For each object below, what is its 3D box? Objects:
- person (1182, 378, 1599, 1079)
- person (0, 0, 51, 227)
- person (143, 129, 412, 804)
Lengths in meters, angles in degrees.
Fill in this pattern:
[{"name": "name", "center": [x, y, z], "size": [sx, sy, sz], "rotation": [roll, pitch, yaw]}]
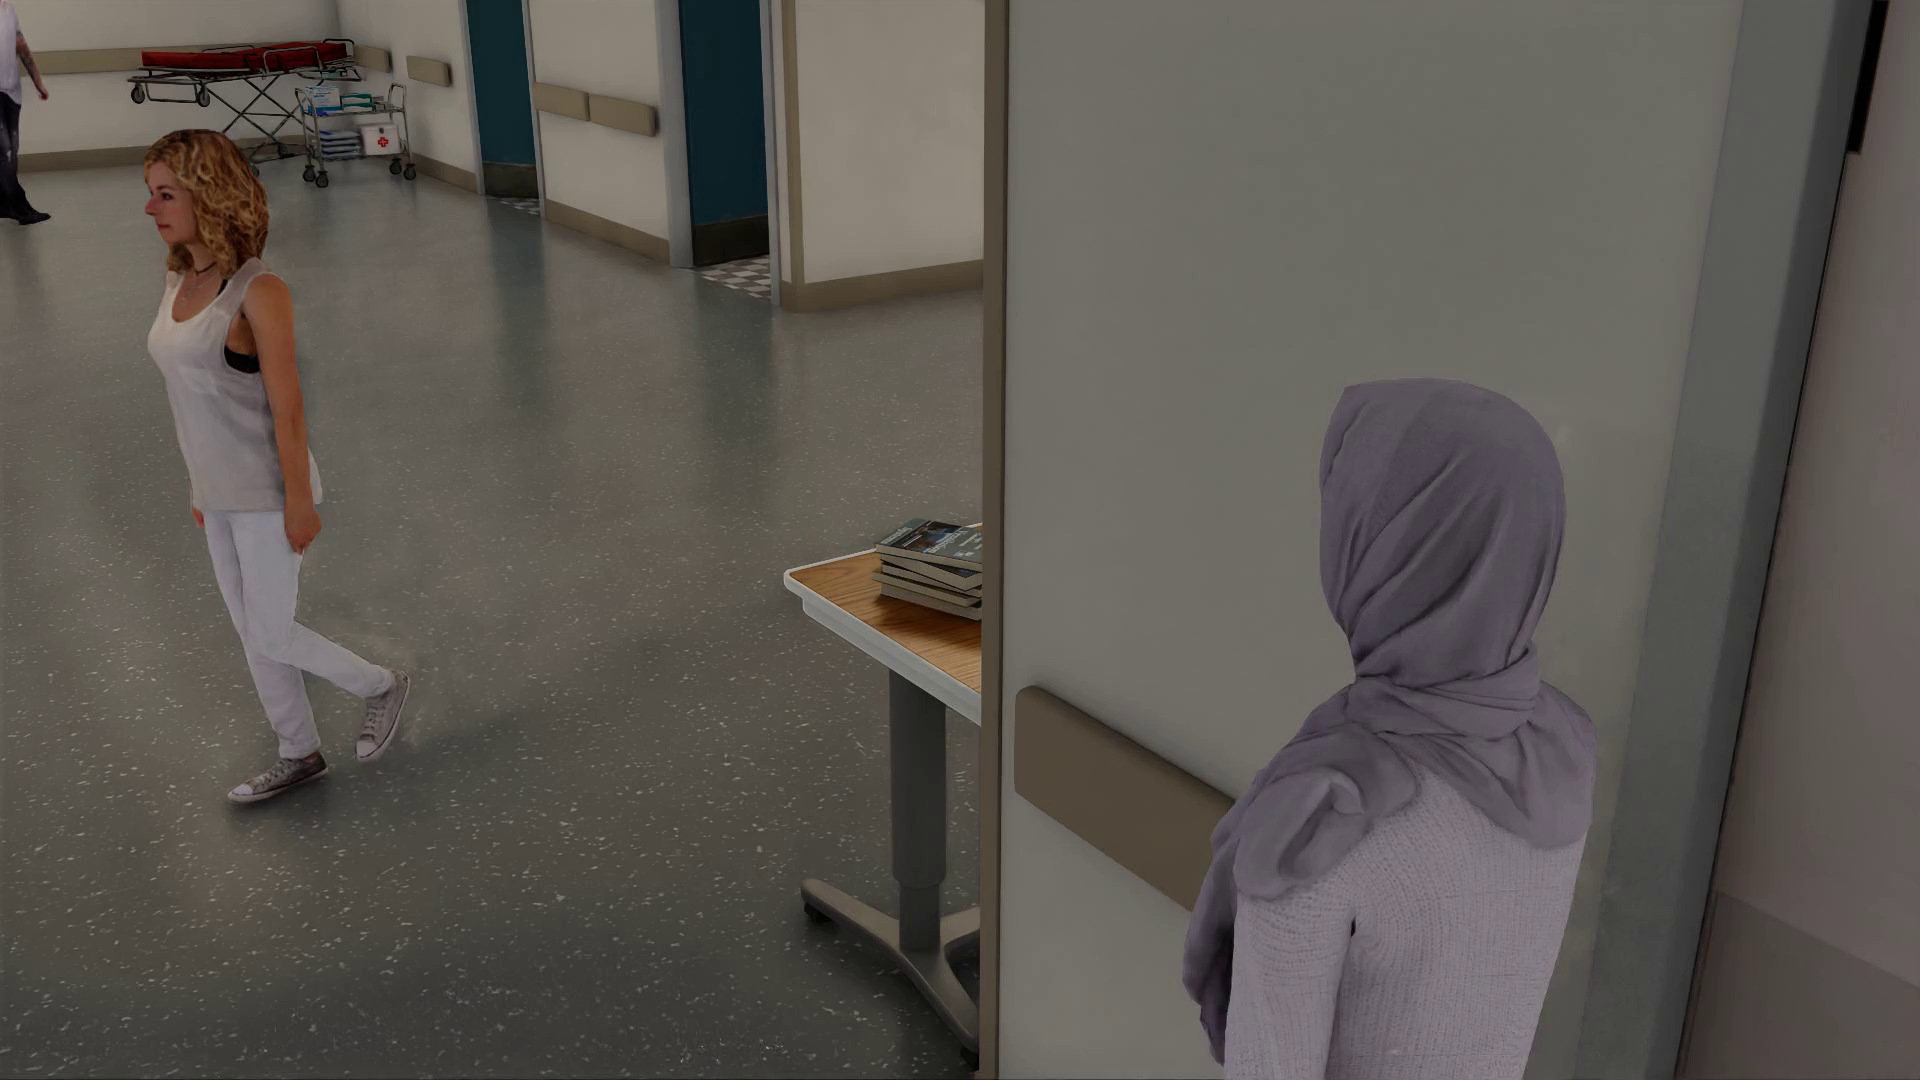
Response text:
[{"name": "person", "center": [0.443, 0.739, 1.554], "size": [0.609, 1.767, 0.591], "rotation": [-13, 24, -30]}, {"name": "person", "center": [-6.874, -3.142, 11.757], "size": [1.141, 1.798, 0.971], "rotation": [9, 23, 23]}, {"name": "person", "center": [-1.653, -0.160, 4.074], "size": [0.721, 1.663, 0.747], "rotation": [16, 26, 37]}]
